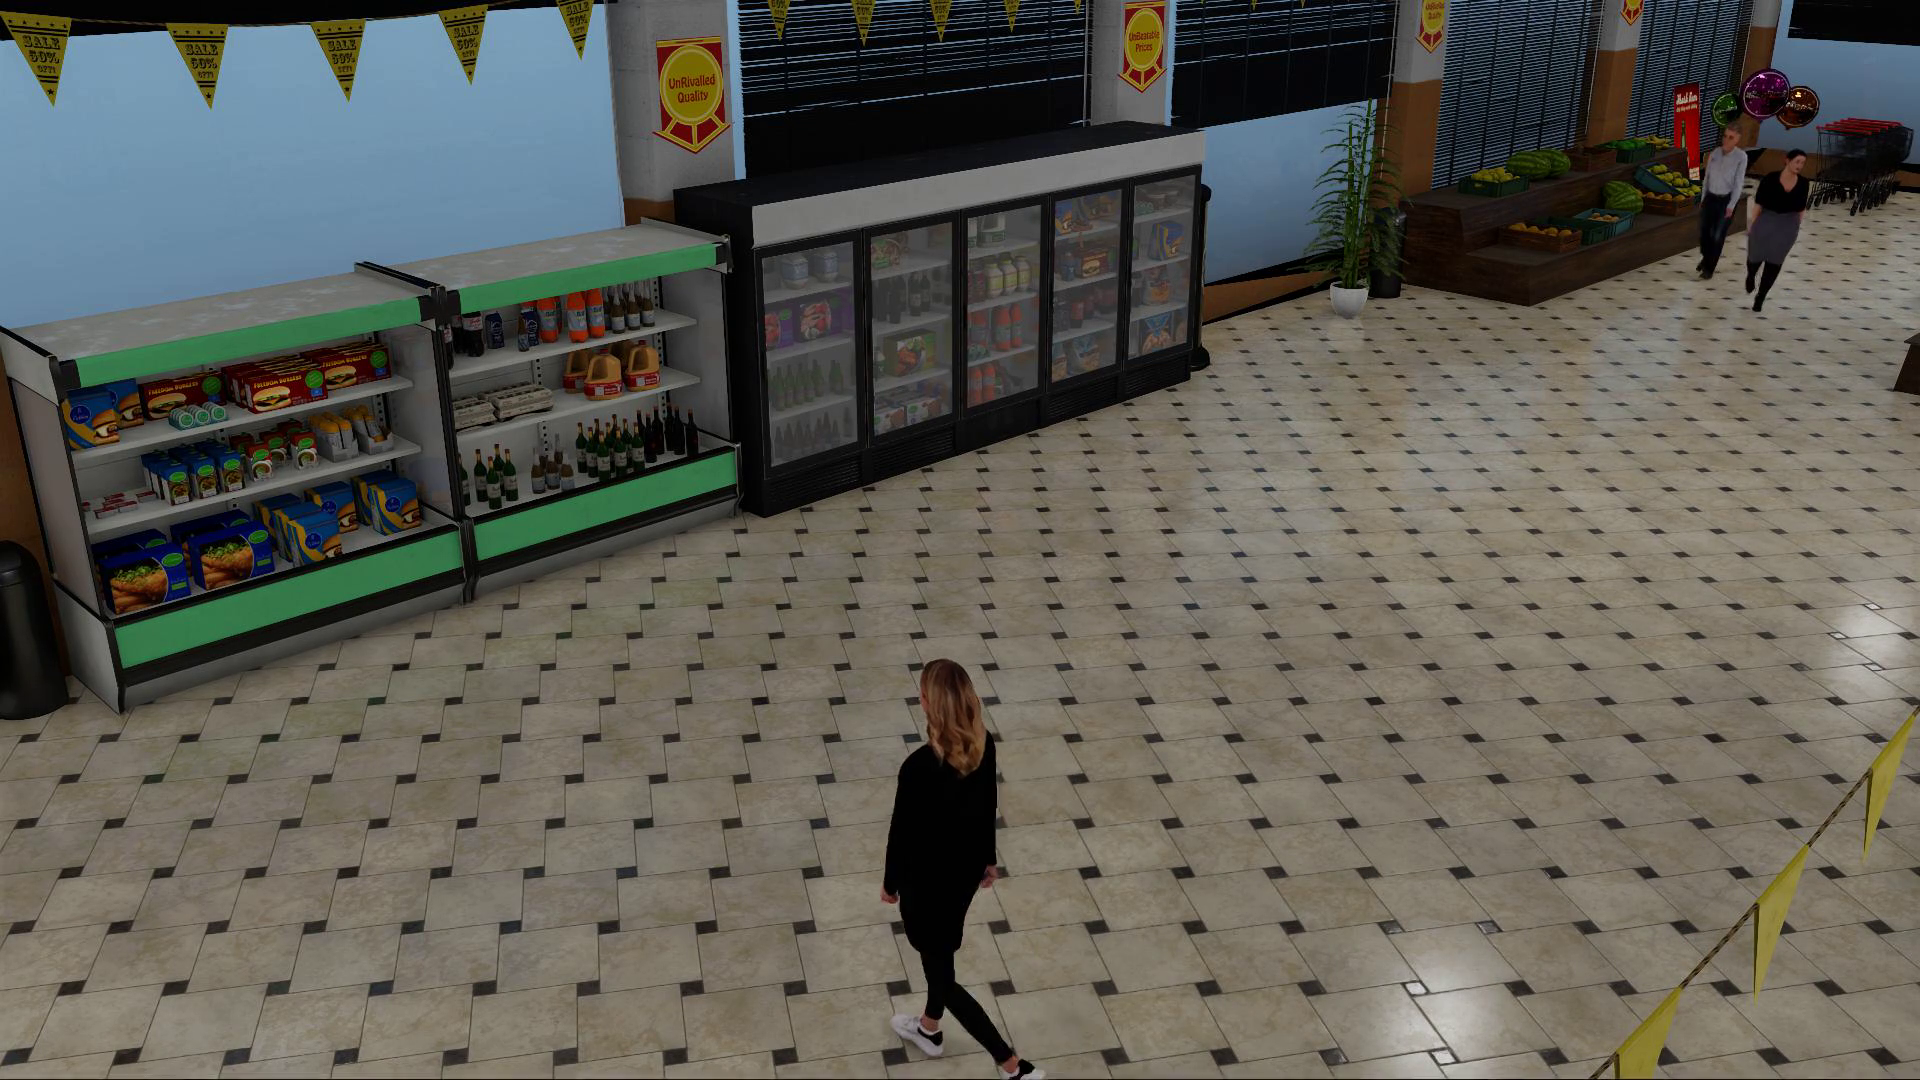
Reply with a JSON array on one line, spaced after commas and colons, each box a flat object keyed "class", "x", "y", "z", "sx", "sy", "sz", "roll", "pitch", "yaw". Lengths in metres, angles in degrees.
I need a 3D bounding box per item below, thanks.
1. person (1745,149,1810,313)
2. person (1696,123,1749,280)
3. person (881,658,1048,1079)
[{"class": "person", "x": 8.695, "y": -3.315, "z": 17.802, "sx": 0.893, "sy": 1.731, "sz": 0.989, "roll": 7, "pitch": 23, "yaw": 17}, {"class": "person", "x": 8.830, "y": -3.919, "z": 19.213, "sx": 0.760, "sy": 1.798, "sz": 0.667, "roll": -16, "pitch": 27, "yaw": -35}, {"class": "person", "x": 0.013, "y": 1.323, "z": 6.200, "sx": 0.719, "sy": 1.775, "sz": 1.048, "roll": 18, "pitch": 28, "yaw": 37}]
